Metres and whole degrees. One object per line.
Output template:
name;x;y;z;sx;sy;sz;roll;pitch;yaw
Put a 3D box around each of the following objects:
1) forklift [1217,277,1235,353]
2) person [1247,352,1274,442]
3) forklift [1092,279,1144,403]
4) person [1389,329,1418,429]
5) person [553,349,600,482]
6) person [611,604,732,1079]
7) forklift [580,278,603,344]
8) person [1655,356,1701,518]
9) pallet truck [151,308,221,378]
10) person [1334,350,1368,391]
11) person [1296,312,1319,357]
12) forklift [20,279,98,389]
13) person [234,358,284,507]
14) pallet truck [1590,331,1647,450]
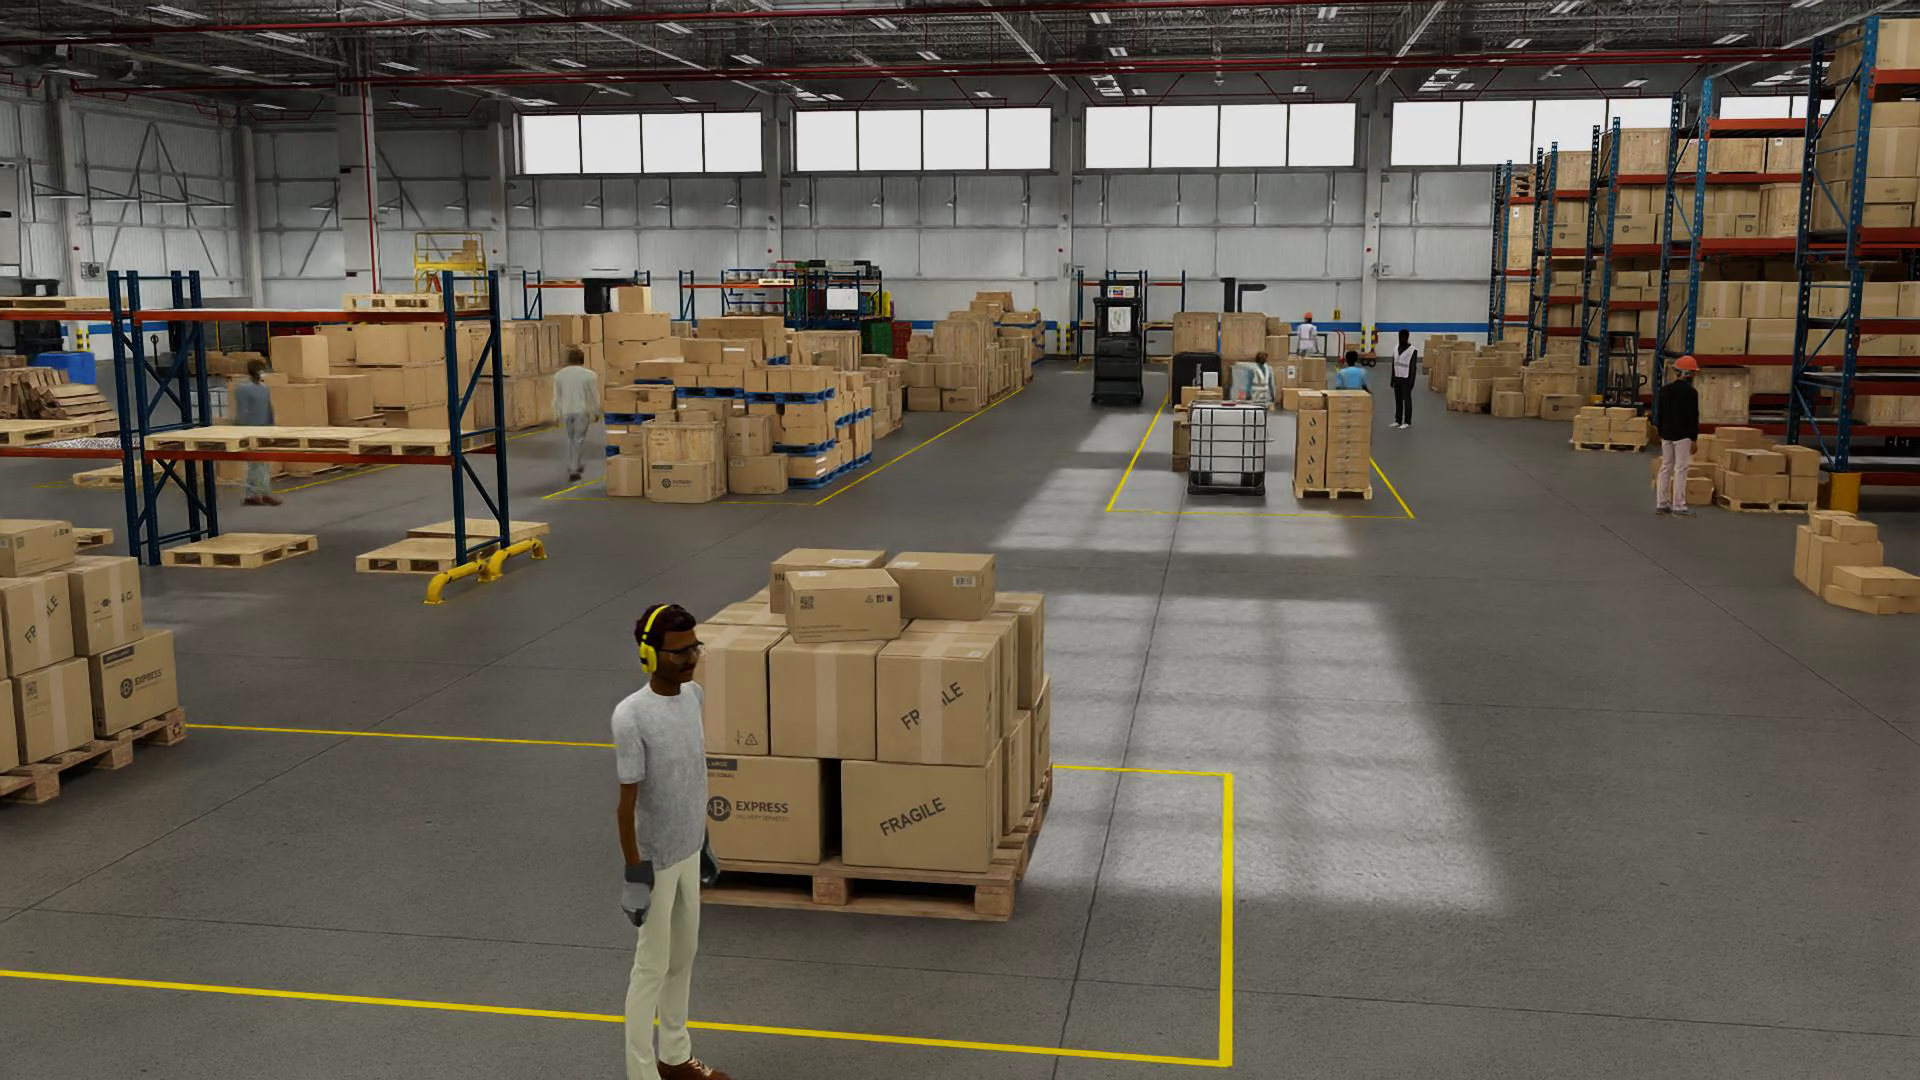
forklift;7.793;-6.235;48.367;1.873;2.768;1.129;1;9;9
person;5.337;-2.566;29.688;0.537;1.600;0.848;-7;11;-35
forklift;3.670;-4.607;38.329;1.129;2.768;1.873;1;9;8
person;8.549;-3.100;32.029;0.397;1.911;0.587;-5;11;-30
person;-5.546;-1.830;24.233;0.631;1.888;1.002;1;9;9
person;-1.034;1.142;5.979;0.312;1.869;0.536;4;10;22
forklift;-10.011;-5.756;45.415;1.873;2.768;1.129;0;9;1
person;8.854;-1.266;20.468;0.392;1.985;0.625;-3;10;-19
pallet truck;-21.869;-5.598;47.154;0.823;1.965;1.885;4;10;26
person;6.612;-2.381;28.269;0.554;1.673;0.609;0;9;-3
person;9.510;-5.261;45.415;0.556;1.882;0.998;7;12;38
forklift;-21.642;-4.773;39.353;1.873;2.768;1.129;1;9;9
person;-8.931;-1.372;21.332;0.763;1.911;0.653;1;9;6
pallet truck;11.253;-2.573;28.499;0.823;1.965;1.885;5;10;27
